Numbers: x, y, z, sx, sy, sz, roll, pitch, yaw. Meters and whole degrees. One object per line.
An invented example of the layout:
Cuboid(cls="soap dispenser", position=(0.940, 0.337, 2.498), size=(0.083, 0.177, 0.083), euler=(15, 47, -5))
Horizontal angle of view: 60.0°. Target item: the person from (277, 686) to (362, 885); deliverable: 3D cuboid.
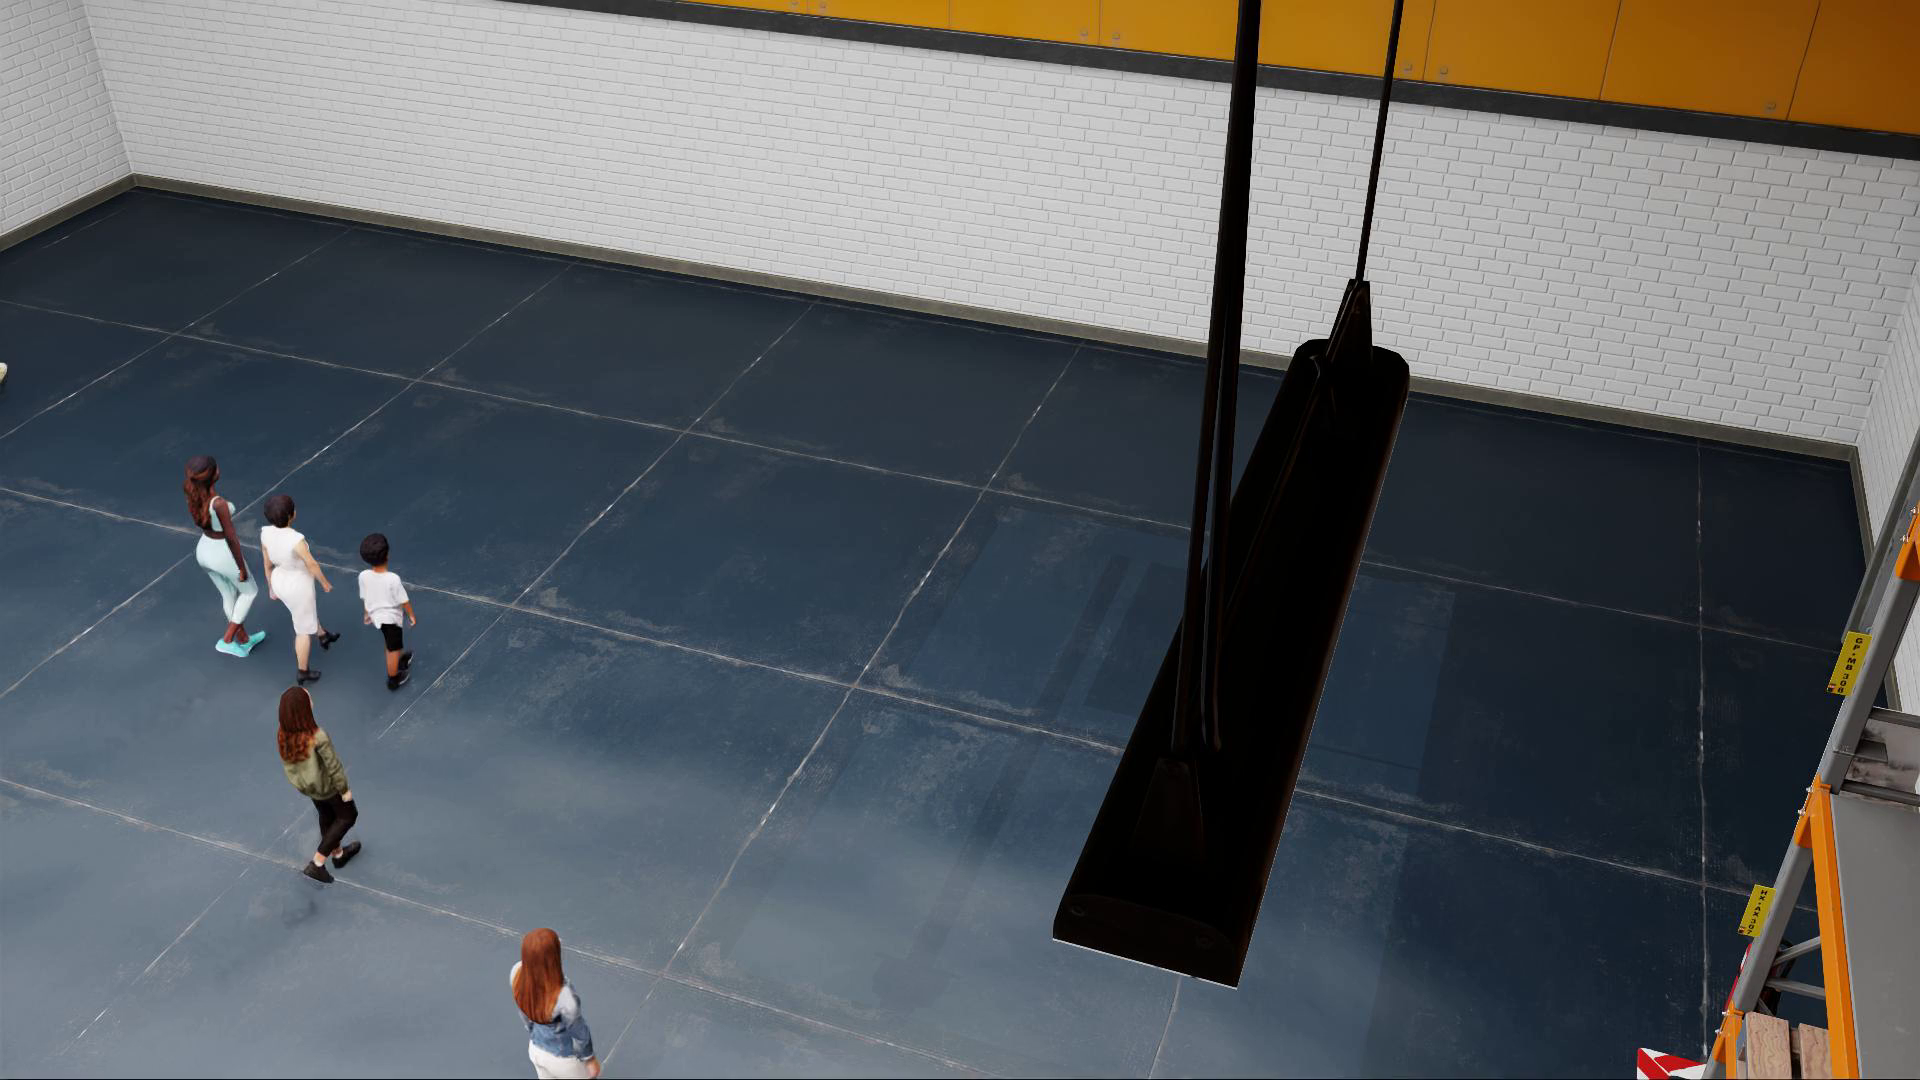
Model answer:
Cuboid(cls="person", position=(-4.076, 1.578, 10.479), size=(0.647, 1.466, 0.765), euler=(17, 37, 23))

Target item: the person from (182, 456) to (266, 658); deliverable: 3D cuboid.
Cuboid(cls="person", position=(-5.547, 0.184, 12.352), size=(0.572, 1.713, 0.713), euler=(14, 36, 20))

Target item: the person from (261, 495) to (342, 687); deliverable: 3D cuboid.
Cuboid(cls="person", position=(-4.916, 0.406, 12.181), size=(0.601, 1.533, 0.841), euler=(14, 36, 20))

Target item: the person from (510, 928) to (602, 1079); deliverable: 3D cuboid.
Cuboid(cls="person", position=(-2.089, 2.665, 8.629), size=(0.661, 1.702, 0.596), euler=(21, 39, 28))

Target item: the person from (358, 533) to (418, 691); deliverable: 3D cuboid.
Cuboid(cls="person", position=(-4.232, 0.572, 12.194), size=(0.580, 1.242, 0.692), euler=(6, 34, 9))
